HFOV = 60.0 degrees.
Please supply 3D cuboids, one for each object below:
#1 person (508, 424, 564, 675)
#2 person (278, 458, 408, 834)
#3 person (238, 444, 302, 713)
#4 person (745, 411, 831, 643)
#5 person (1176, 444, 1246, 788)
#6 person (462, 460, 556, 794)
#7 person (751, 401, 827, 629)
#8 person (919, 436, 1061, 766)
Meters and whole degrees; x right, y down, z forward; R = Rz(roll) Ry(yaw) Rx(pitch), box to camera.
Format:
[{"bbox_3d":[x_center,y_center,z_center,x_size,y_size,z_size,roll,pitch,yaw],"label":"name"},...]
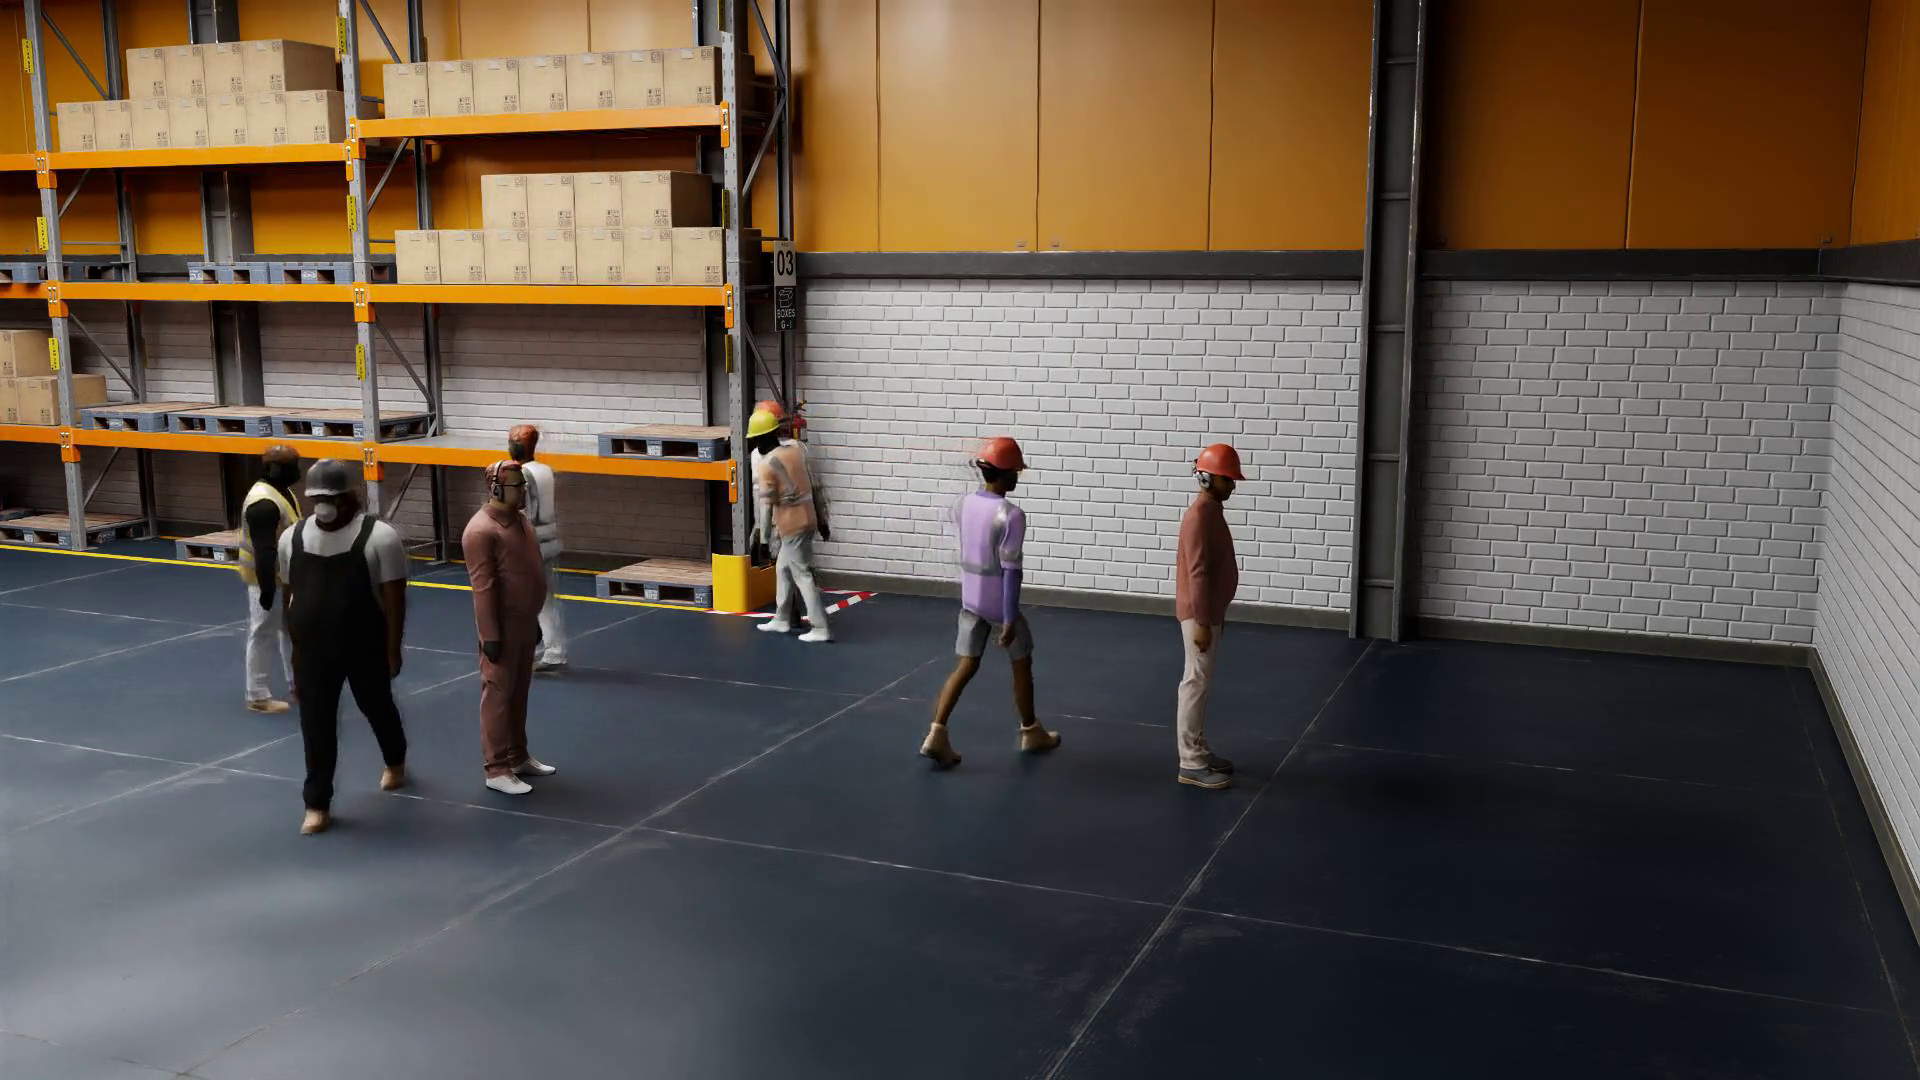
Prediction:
[{"bbox_3d":[-3.177,0.085,12.160,0.585,1.862,0.607,2,10,15],"label":"person"},{"bbox_3d":[-3.380,0.489,9.178,0.689,2.000,1.021,0,9,-3],"label":"person"},{"bbox_3d":[-4.578,0.264,11.271,0.606,1.819,0.647,-2,10,-9],"label":"person"},{"bbox_3d":[-1.392,-0.104,13.326,0.864,1.852,0.622,4,10,22],"label":"person"},{"bbox_3d":[1.451,0.430,9.697,0.391,1.987,0.608,3,10,15],"label":"person"},{"bbox_3d":[-2.579,0.487,9.597,0.407,1.909,0.639,1,9,8],"label":"person"},{"bbox_3d":[-1.455,-0.194,13.742,0.516,1.906,0.598,9,13,44],"label":"person"},{"bbox_3d":[0.170,0.368,10.059,1.013,2.002,0.610,-9,13,-42],"label":"person"}]
